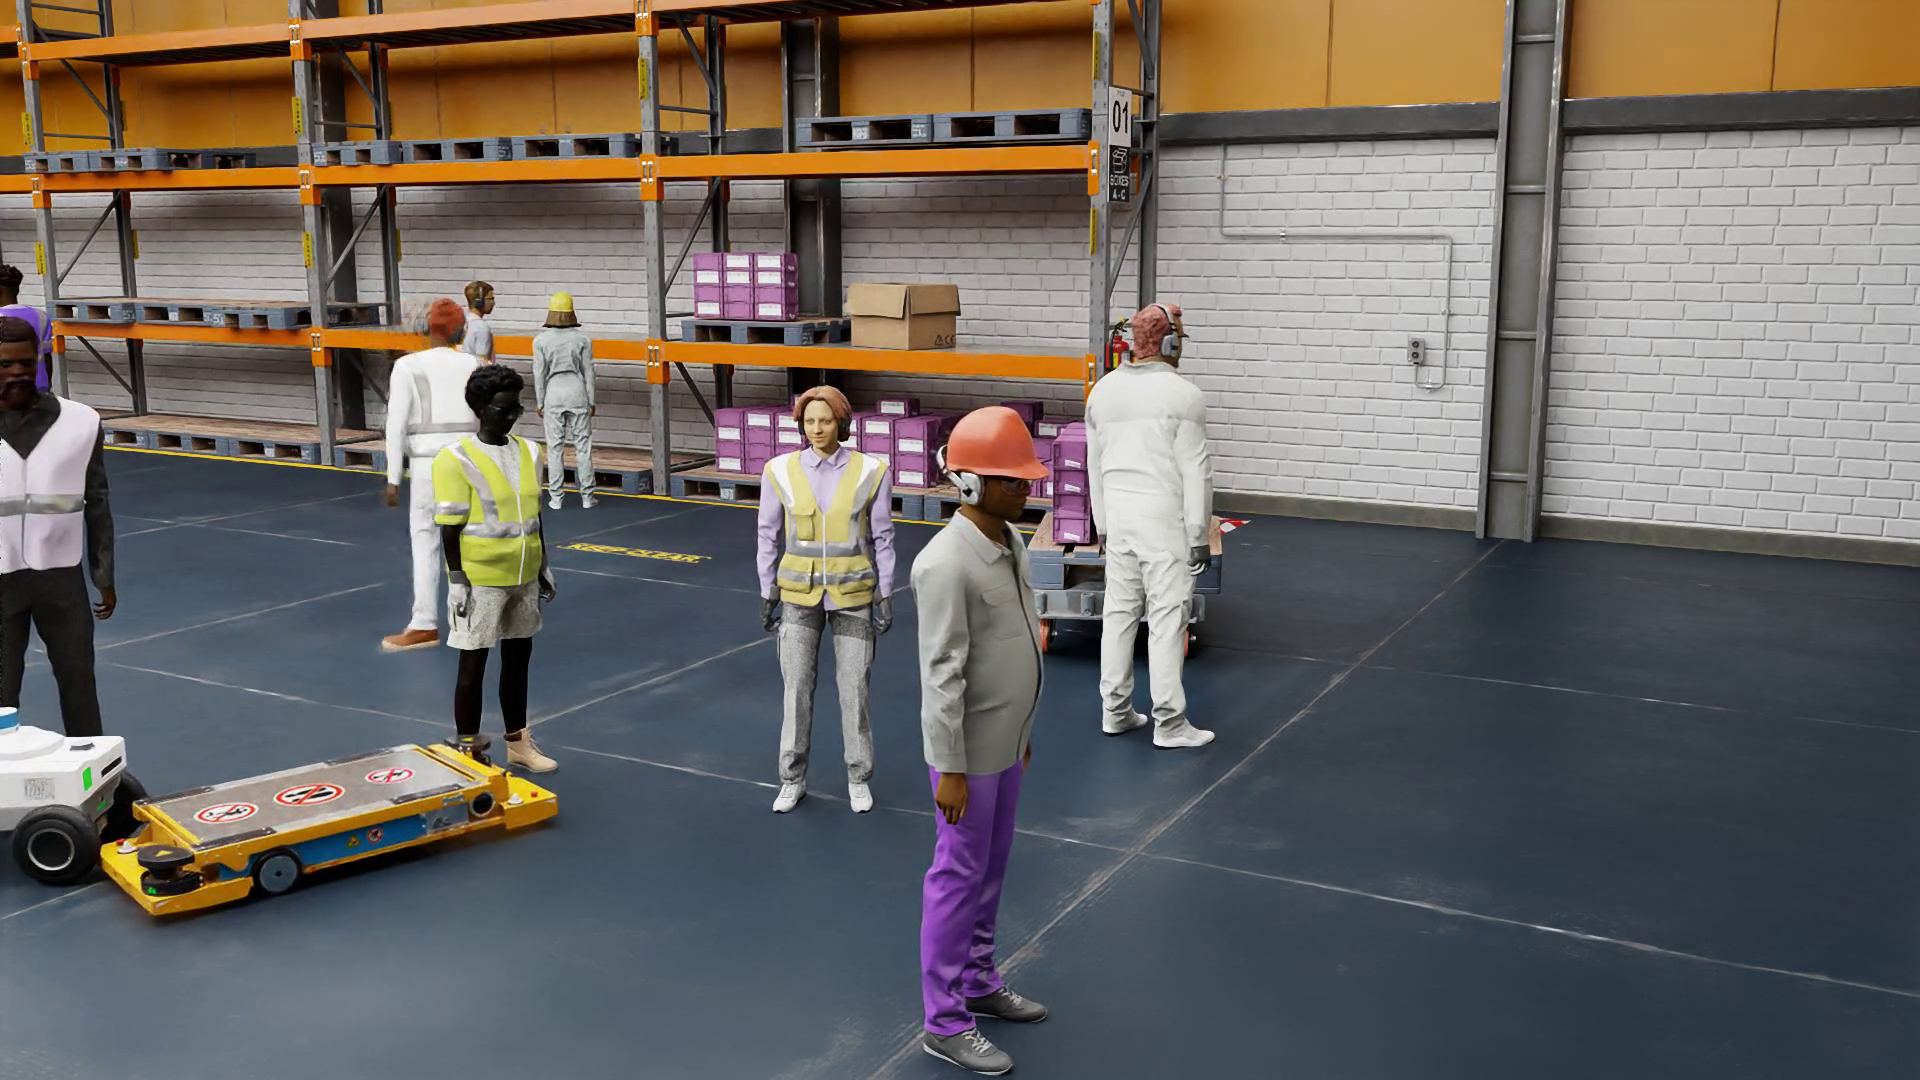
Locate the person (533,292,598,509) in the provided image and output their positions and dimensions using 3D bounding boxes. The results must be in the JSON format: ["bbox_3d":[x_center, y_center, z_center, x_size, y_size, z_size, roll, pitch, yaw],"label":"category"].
[{"bbox_3d":[-3.181,-1.120,13.428,0.484,1.745,0.298,-2,11,-11],"label":"person"}]

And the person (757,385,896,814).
[{"bbox_3d":[-0.504,0.231,6.307,0.522,1.638,0.311,0,10,0],"label":"person"}]

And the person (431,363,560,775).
[{"bbox_3d":[-1.835,0.147,6.613,0.319,1.695,0.533,7,12,33],"label":"person"}]

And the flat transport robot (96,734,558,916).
[{"bbox_3d":[-2.243,0.980,5.953,1.431,0.197,0.652,-9,14,-42],"label":"flat transport robot"}]

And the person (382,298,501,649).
[{"bbox_3d":[-2.761,-0.352,8.912,0.771,1.864,0.361,-8,13,-38],"label":"person"}]

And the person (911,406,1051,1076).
[{"bbox_3d":[0.077,0.516,4.431,0.337,1.749,0.574,4,11,20],"label":"person"}]

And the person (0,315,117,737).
[{"bbox_3d":[-3.433,0.129,6.139,0.588,1.909,0.398,-8,13,-38],"label":"person"}]

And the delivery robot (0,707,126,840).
[{"bbox_3d":[-3.307,0.825,5.768,0.707,0.478,0.477,-1,10,-5],"label":"delivery robot"}]

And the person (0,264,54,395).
[{"bbox_3d":[-7.599,-1.232,13.425,0.367,1.967,0.603,5,11,25],"label":"person"}]

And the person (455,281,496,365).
[{"bbox_3d":[-3.960,-1.207,13.684,0.361,1.834,0.521,-8,13,-37],"label":"person"}]

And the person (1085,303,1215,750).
[{"bbox_3d":[0.839,-0.056,7.150,0.407,1.908,0.641,-9,14,-42],"label":"person"}]
